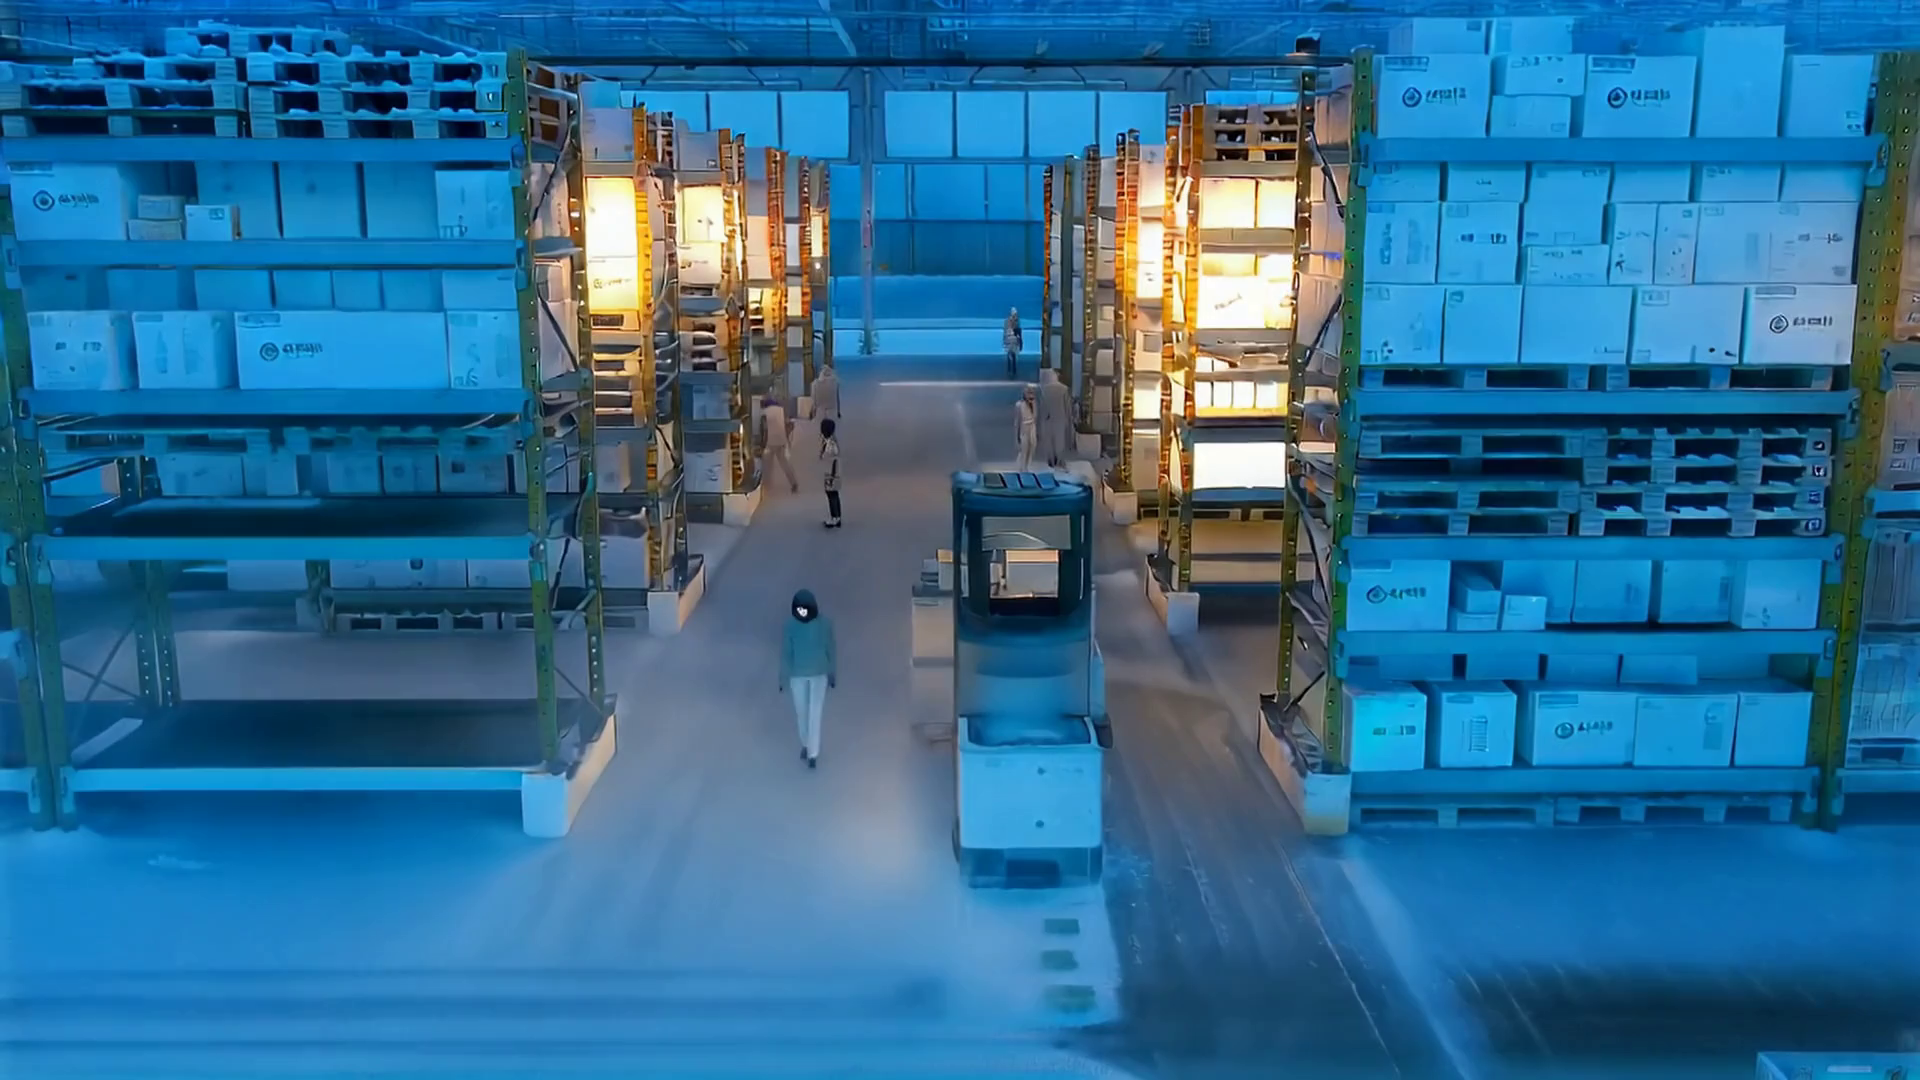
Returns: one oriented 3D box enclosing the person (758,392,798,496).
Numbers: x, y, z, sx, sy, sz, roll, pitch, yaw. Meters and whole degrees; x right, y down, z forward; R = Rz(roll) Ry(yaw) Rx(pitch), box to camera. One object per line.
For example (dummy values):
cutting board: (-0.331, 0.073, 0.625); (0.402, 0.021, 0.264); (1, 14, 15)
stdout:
person: (-3.156, -1.647, 28.587); (0.902, 1.799, 0.642); (8, 14, 34)

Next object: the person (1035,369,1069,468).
person: (1.742, -2.338, 31.854); (0.668, 1.845, 1.038); (-1, 11, -4)

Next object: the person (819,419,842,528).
person: (-2.016, -1.038, 25.801); (0.320, 1.692, 0.530); (-5, 12, -22)

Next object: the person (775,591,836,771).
person: (-1.379, 1.241, 14.765); (0.521, 1.588, 0.851); (1, 11, 5)

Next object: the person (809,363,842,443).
person: (-2.654, -2.581, 32.977); (0.649, 1.884, 0.712); (0, 11, -1)

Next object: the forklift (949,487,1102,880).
forklift: (0.495, 0.986, 12.813); (1.129, 2.768, 1.873); (0, 11, -2)

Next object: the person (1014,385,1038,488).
person: (1.158, -1.803, 29.200); (0.384, 1.849, 0.569); (8, 14, 33)

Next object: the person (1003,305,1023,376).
person: (1.557, -5.839, 48.713); (0.607, 2.048, 0.366); (4, 12, 19)
